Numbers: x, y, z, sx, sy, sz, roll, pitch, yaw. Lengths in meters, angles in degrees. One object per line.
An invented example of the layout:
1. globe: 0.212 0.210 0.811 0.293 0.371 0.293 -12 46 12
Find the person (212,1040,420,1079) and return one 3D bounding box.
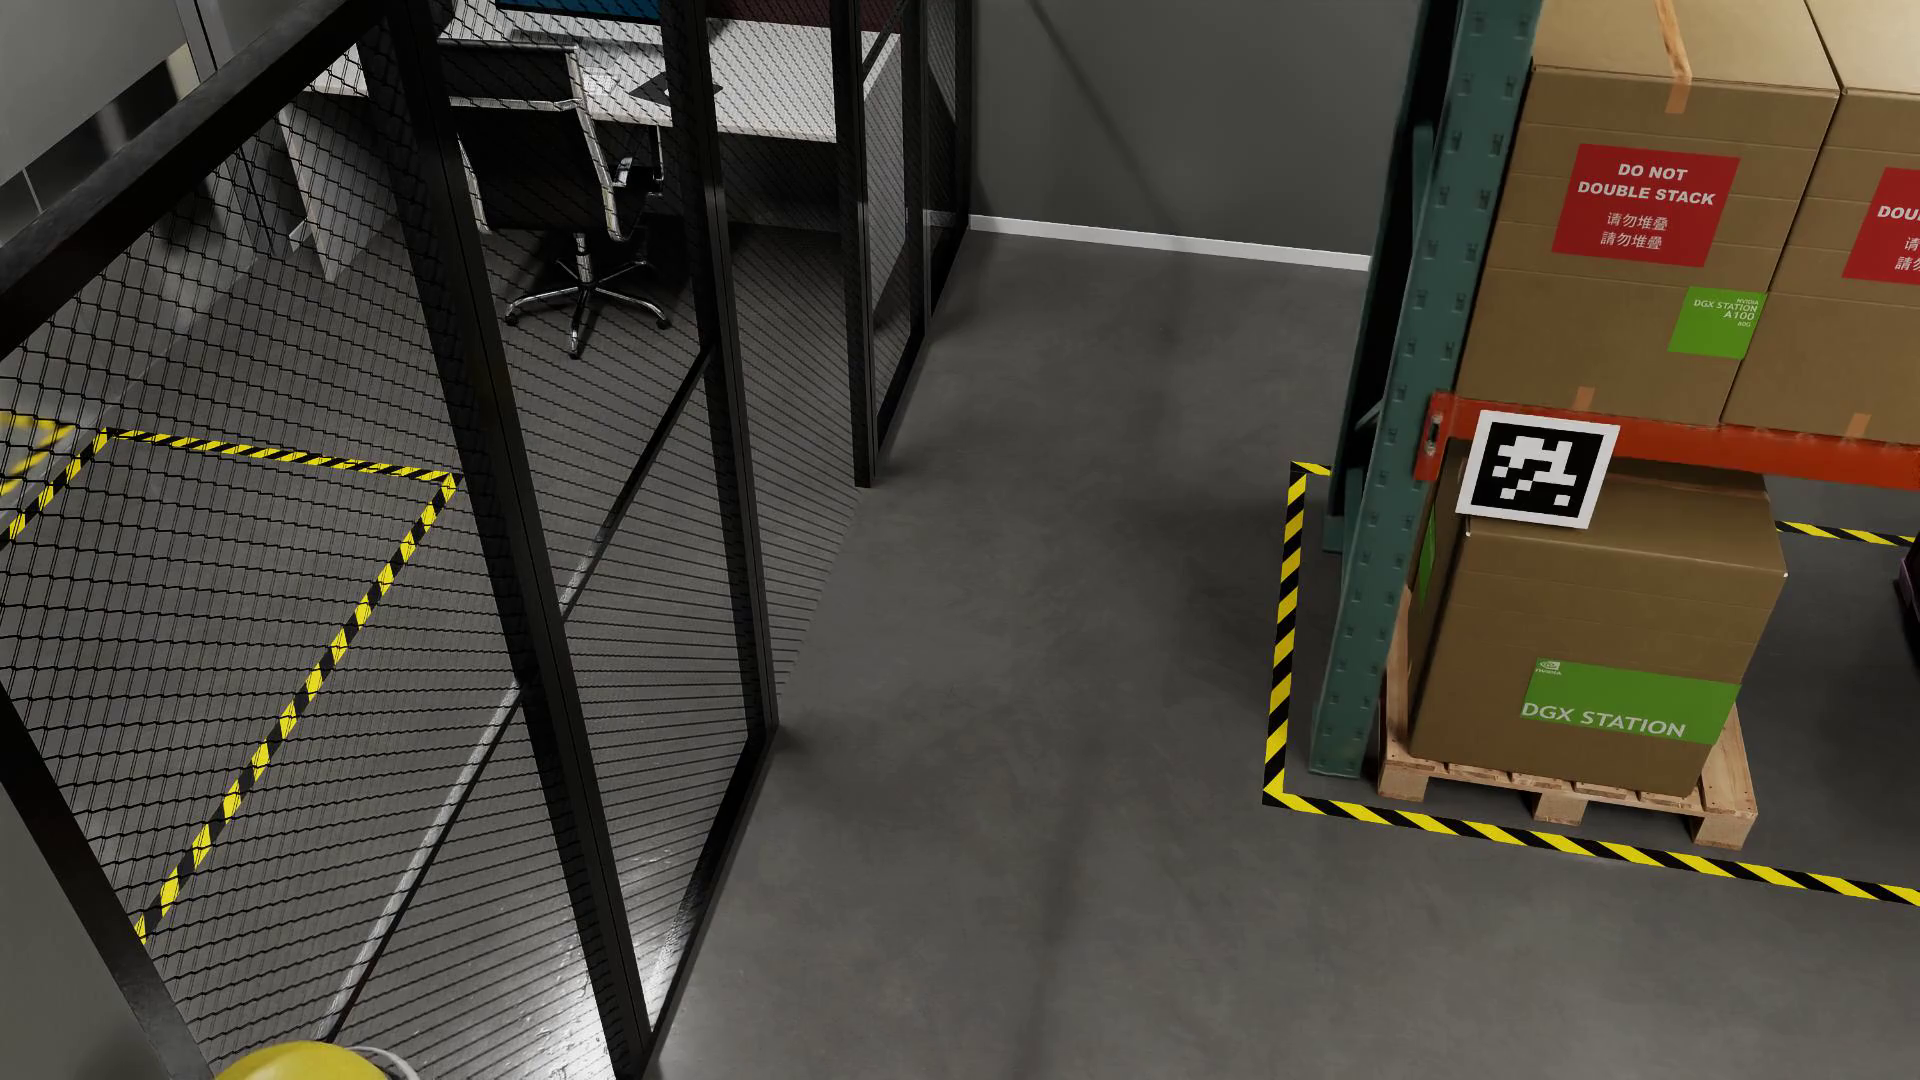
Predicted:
1. person: -0.677 1.220 2.173 0.590 1.833 0.404 12 42 14
